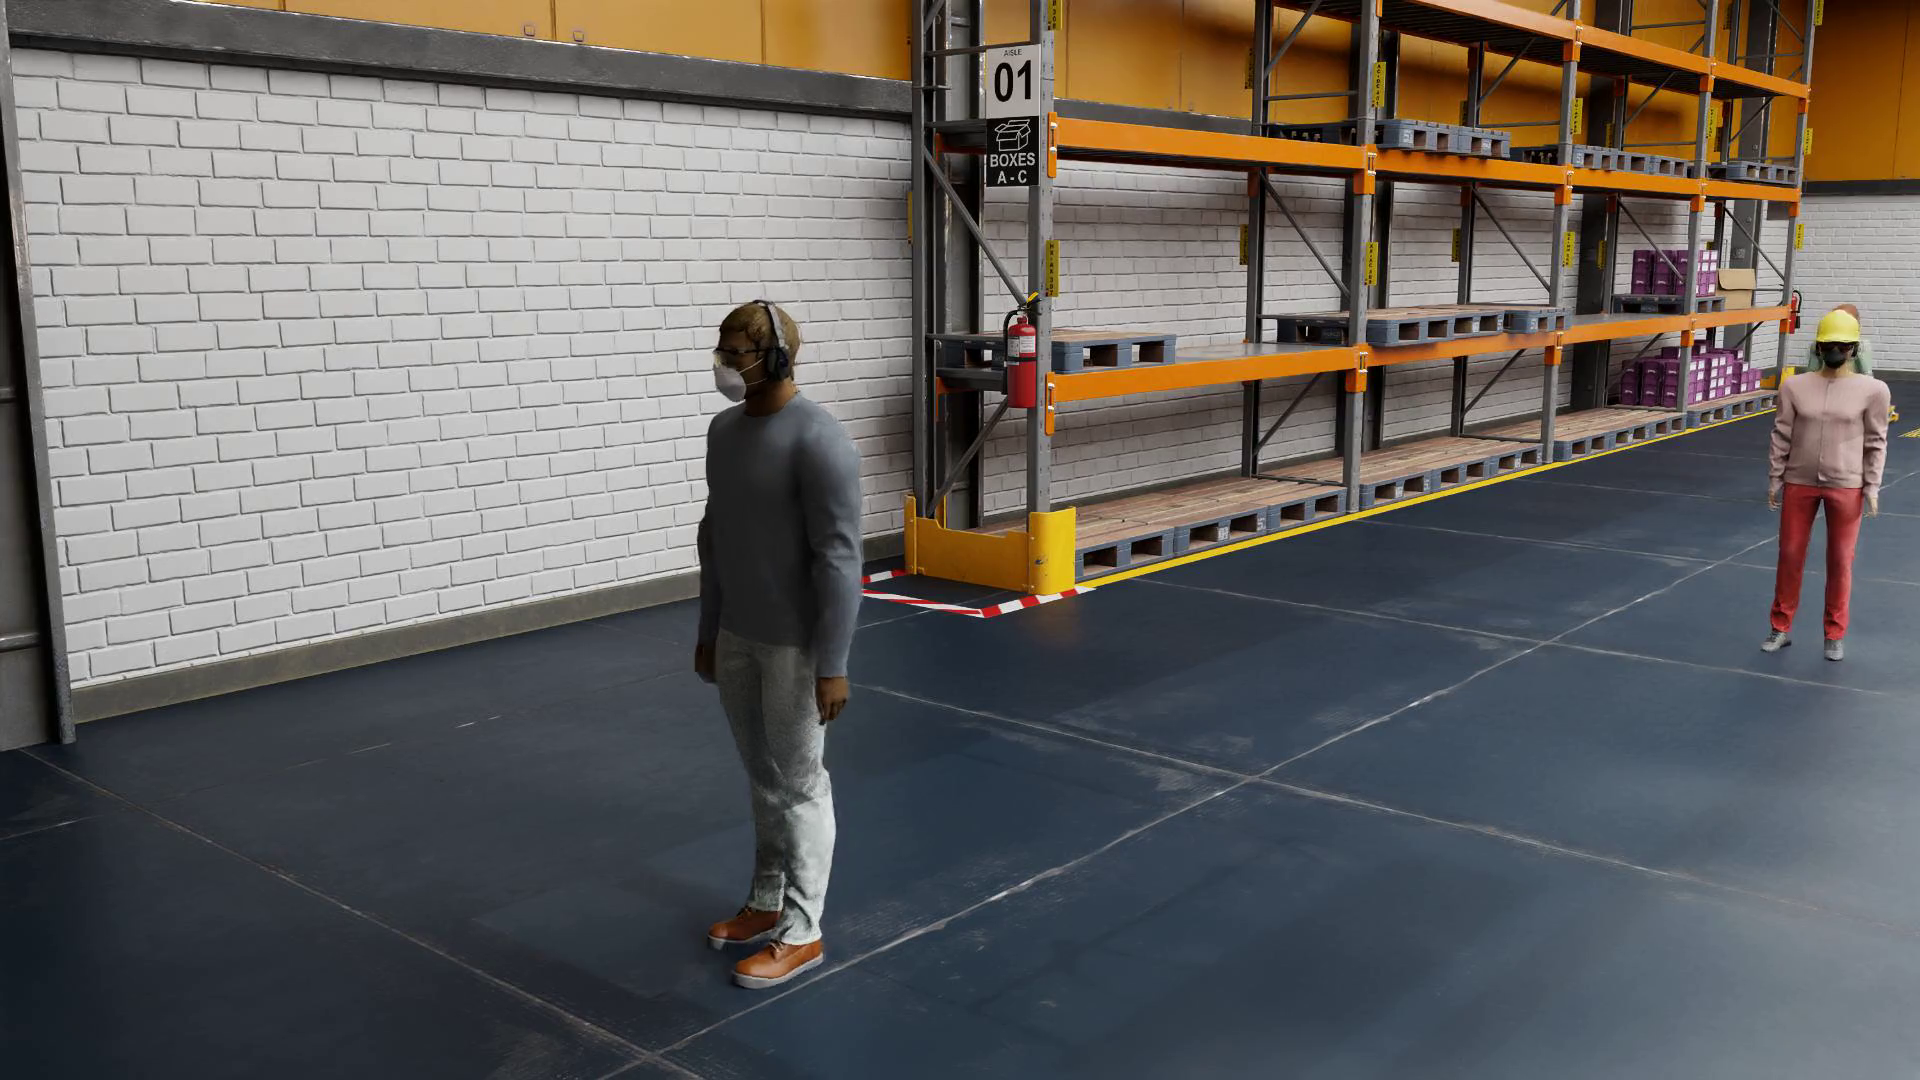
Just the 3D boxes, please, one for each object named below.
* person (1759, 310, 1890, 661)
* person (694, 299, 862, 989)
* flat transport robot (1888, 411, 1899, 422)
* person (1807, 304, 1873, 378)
[{"bbox_3d":[4.369,-0.267,8.420,0.538,1.771,0.323,7,12,35],"label":"person"},{"bbox_3d":[-0.578,0.304,4.727,0.519,1.940,0.643,-8,13,-39],"label":"person"},{"bbox_3d":[10.482,-1.463,19.447,0.652,0.197,1.431,8,13,38],"label":"flat transport robot"},{"bbox_3d":[7.315,-1.143,13.811,0.491,1.619,0.503,-6,12,-31],"label":"person"}]
